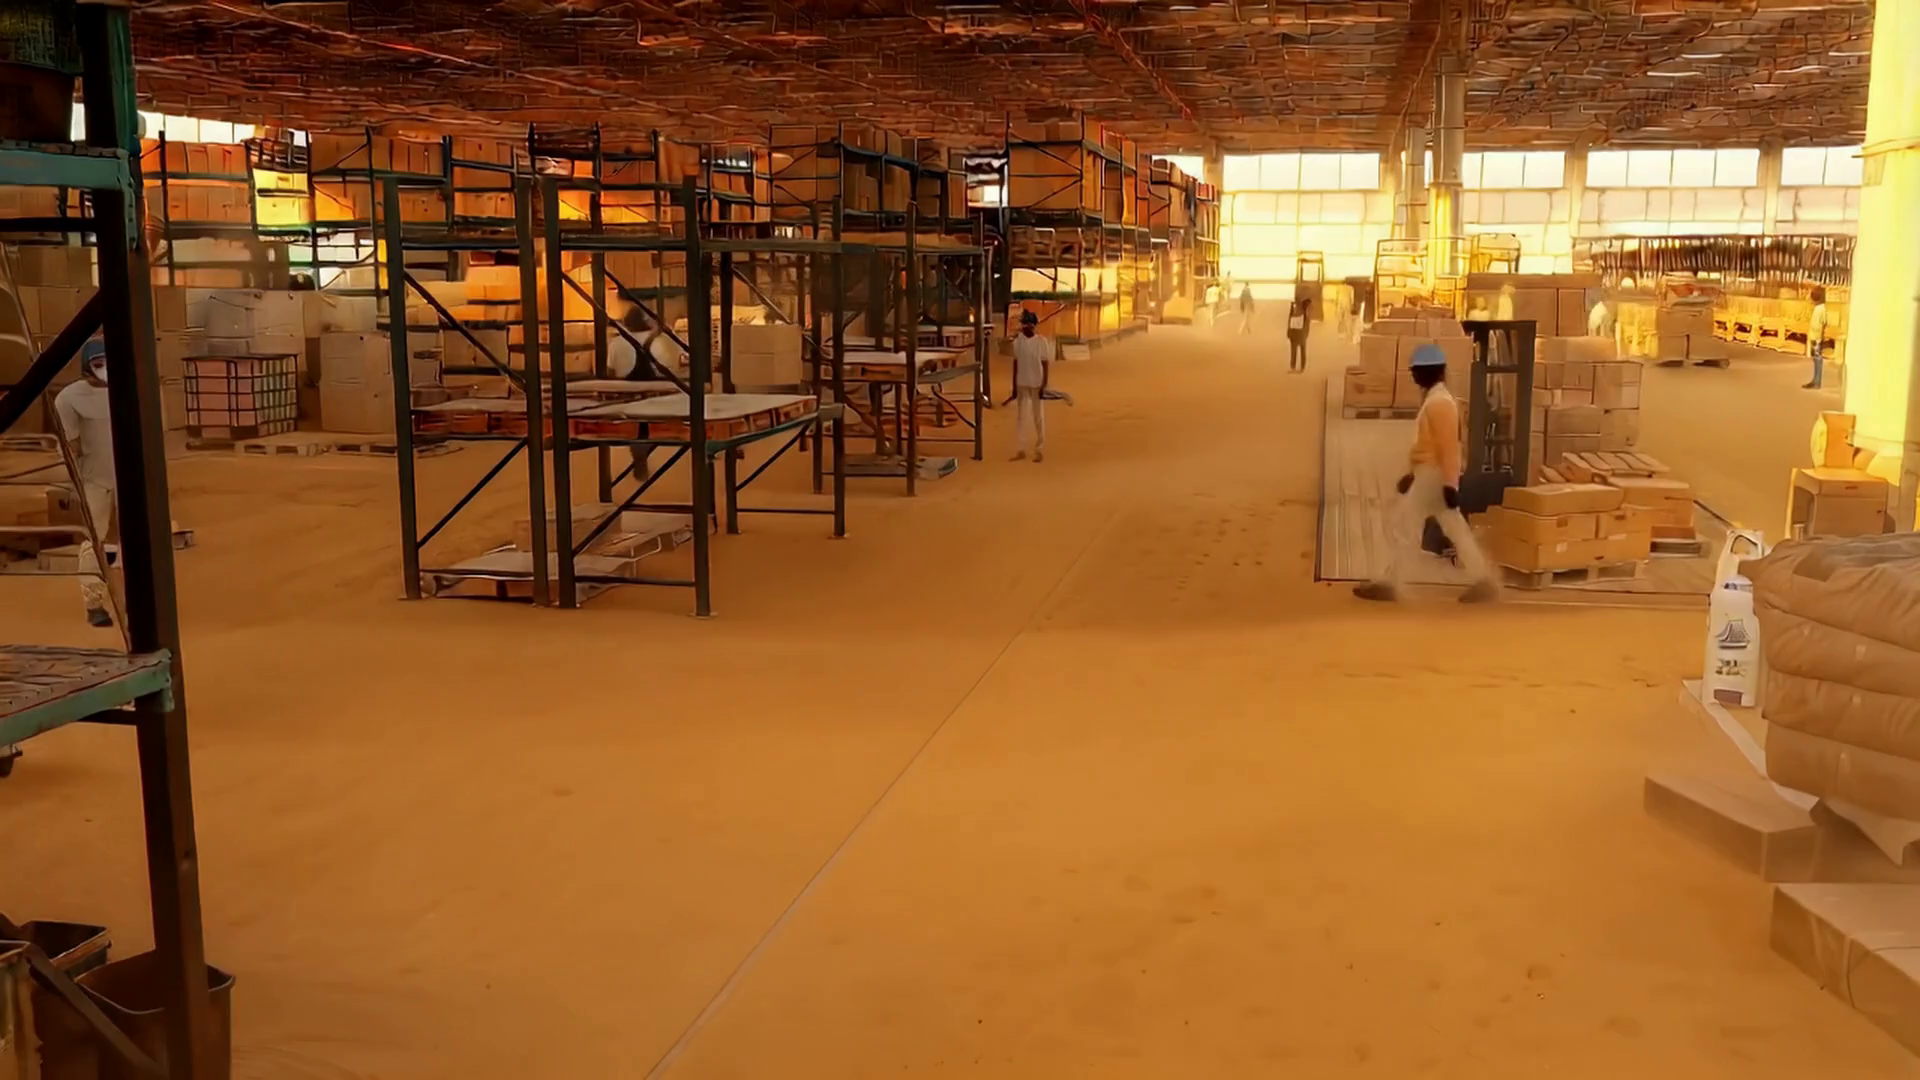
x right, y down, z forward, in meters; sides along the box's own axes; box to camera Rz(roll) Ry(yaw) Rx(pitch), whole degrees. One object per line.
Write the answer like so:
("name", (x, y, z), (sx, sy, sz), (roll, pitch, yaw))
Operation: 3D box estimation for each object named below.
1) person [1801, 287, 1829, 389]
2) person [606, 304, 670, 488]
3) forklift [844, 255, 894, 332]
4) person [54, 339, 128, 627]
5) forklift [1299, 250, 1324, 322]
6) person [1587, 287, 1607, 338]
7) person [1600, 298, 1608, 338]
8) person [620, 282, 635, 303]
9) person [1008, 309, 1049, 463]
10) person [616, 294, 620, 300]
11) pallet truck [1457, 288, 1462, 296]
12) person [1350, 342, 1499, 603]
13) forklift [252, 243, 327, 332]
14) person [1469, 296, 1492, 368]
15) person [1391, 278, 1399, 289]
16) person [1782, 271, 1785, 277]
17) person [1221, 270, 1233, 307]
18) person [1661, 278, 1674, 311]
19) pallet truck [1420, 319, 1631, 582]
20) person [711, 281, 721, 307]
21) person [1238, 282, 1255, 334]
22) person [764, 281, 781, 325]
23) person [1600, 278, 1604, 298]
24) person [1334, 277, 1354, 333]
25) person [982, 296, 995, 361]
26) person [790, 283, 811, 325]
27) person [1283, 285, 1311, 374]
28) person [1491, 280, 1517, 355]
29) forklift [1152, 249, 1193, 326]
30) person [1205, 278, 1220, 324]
("person", (16.406, -3.861, 31.857), (0.354, 1.939, 0.545), (3, 10, 19))
("person", (-3.573, -1.610, 18.221), (0.691, 2.000, 1.009), (-7, 12, -35))
("forklift", (-2.089, -5.146, 36.681), (1.129, 2.768, 1.873), (2, 10, 12))
("person", (-5.792, -0.394, 11.326), (0.371, 1.940, 0.630), (7, 12, 36))
("forklift", (13.778, -10.002, 65.433), (1.129, 2.768, 1.873), (2, 10, 12))
("person", (12.241, -3.906, 32.087), (0.423, 1.946, 0.627), (3, 10, 17))
("person", (14.554, -4.711, 37.913), (0.846, 1.590, 0.513), (8, 12, 38))
("person", (-8.466, -5.587, 42.140), (0.835, 1.915, 0.551), (4, 10, 21))
("person", (0.852, -1.873, 20.336), (0.540, 1.882, 0.388), (6, 12, 34))
("person", (-8.438, -5.239, 40.931), (0.528, 1.630, 0.314), (0, 10, 0))
("pallet truck", (20.506, -9.785, 68.819), (0.653, 1.274, 1.630), (2, 10, 12))
("person", (3.414, -0.469, 11.949), (1.043, 1.893, 0.586), (2, 10, 14))
("forklift", (-14.987, -5.103, 36.426), (1.873, 2.768, 1.129), (2, 10, 12))
("person", (11.462, -4.566, 36.824), (0.539, 1.673, 0.750), (-4, 10, -21))
("person", (21.857, -12.419, 83.410), (0.514, 1.642, 0.310), (2, 10, 11))
("person", (39.491, -12.007, 79.781), (0.377, 2.045, 0.605), (2, 10, 9))
("person", (14.025, -13.210, 87.368), (0.625, 1.896, 1.035), (2, 10, 13))
("person", (24.684, -8.222, 58.050), (0.403, 1.819, 0.599), (7, 12, 37))
("pallet truck", (4.543, -0.757, 13.299), (0.823, 1.965, 1.885), (-4, 10, -22))
("person", (-6.633, -6.135, 45.499), (0.636, 1.894, 1.032), (-2, 10, -9))
("person", (9.516, -7.734, 55.391), (0.521, 1.729, 0.875), (-7, 12, -35))
("person", (-4.540, -5.396, 40.922), (1.034, 1.933, 0.607), (-4, 10, -23))
("person", (27.778, -10.684, 72.667), (0.907, 1.791, 0.623), (2, 10, 14))
("person", (12.952, -7.927, 56.156), (0.651, 1.873, 0.940), (2, 10, 14))
("person", (0.626, -5.173, 40.634), (0.527, 1.600, 0.770), (-7, 12, -34))
("person", (-3.587, -4.921, 38.149), (0.627, 1.935, 0.371), (-7, 12, -37))
("person", (7.344, -4.564, 36.079), (0.399, 1.920, 0.590), (-7, 12, -37))
("person", (12.728, -4.995, 38.400), (1.042, 1.991, 0.615), (3, 10, 17))
("forklift", (7.646, -9.320, 61.395), (1.873, 2.768, 1.129), (2, 10, 11))
("person", (9.598, -9.070, 63.265), (0.554, 1.733, 0.805), (1, 10, 8))
